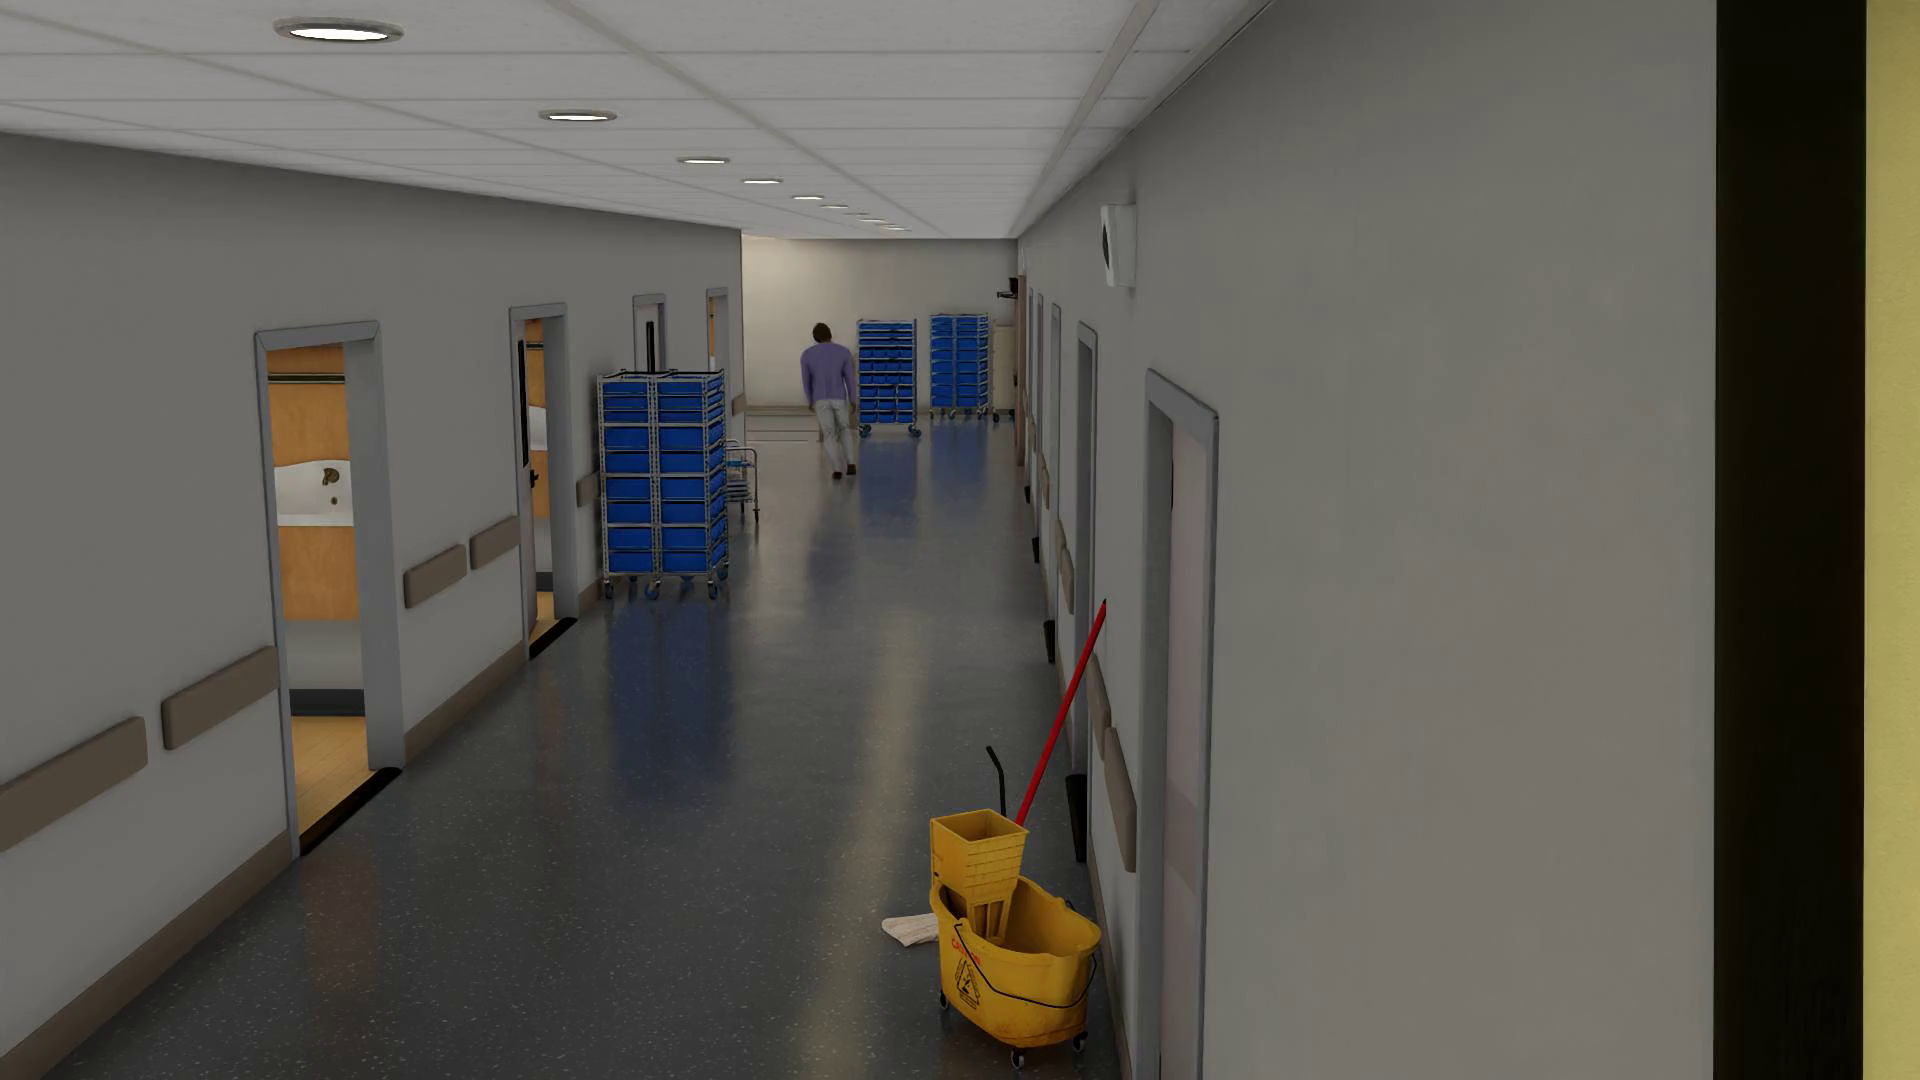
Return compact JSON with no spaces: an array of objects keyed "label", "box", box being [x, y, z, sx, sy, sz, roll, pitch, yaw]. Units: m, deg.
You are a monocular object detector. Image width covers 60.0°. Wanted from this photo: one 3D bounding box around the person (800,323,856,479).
[{"label":"person","box":[-1.604,-1.688,20.235,0.665,1.888,0.576,-1,10,-8]}]
